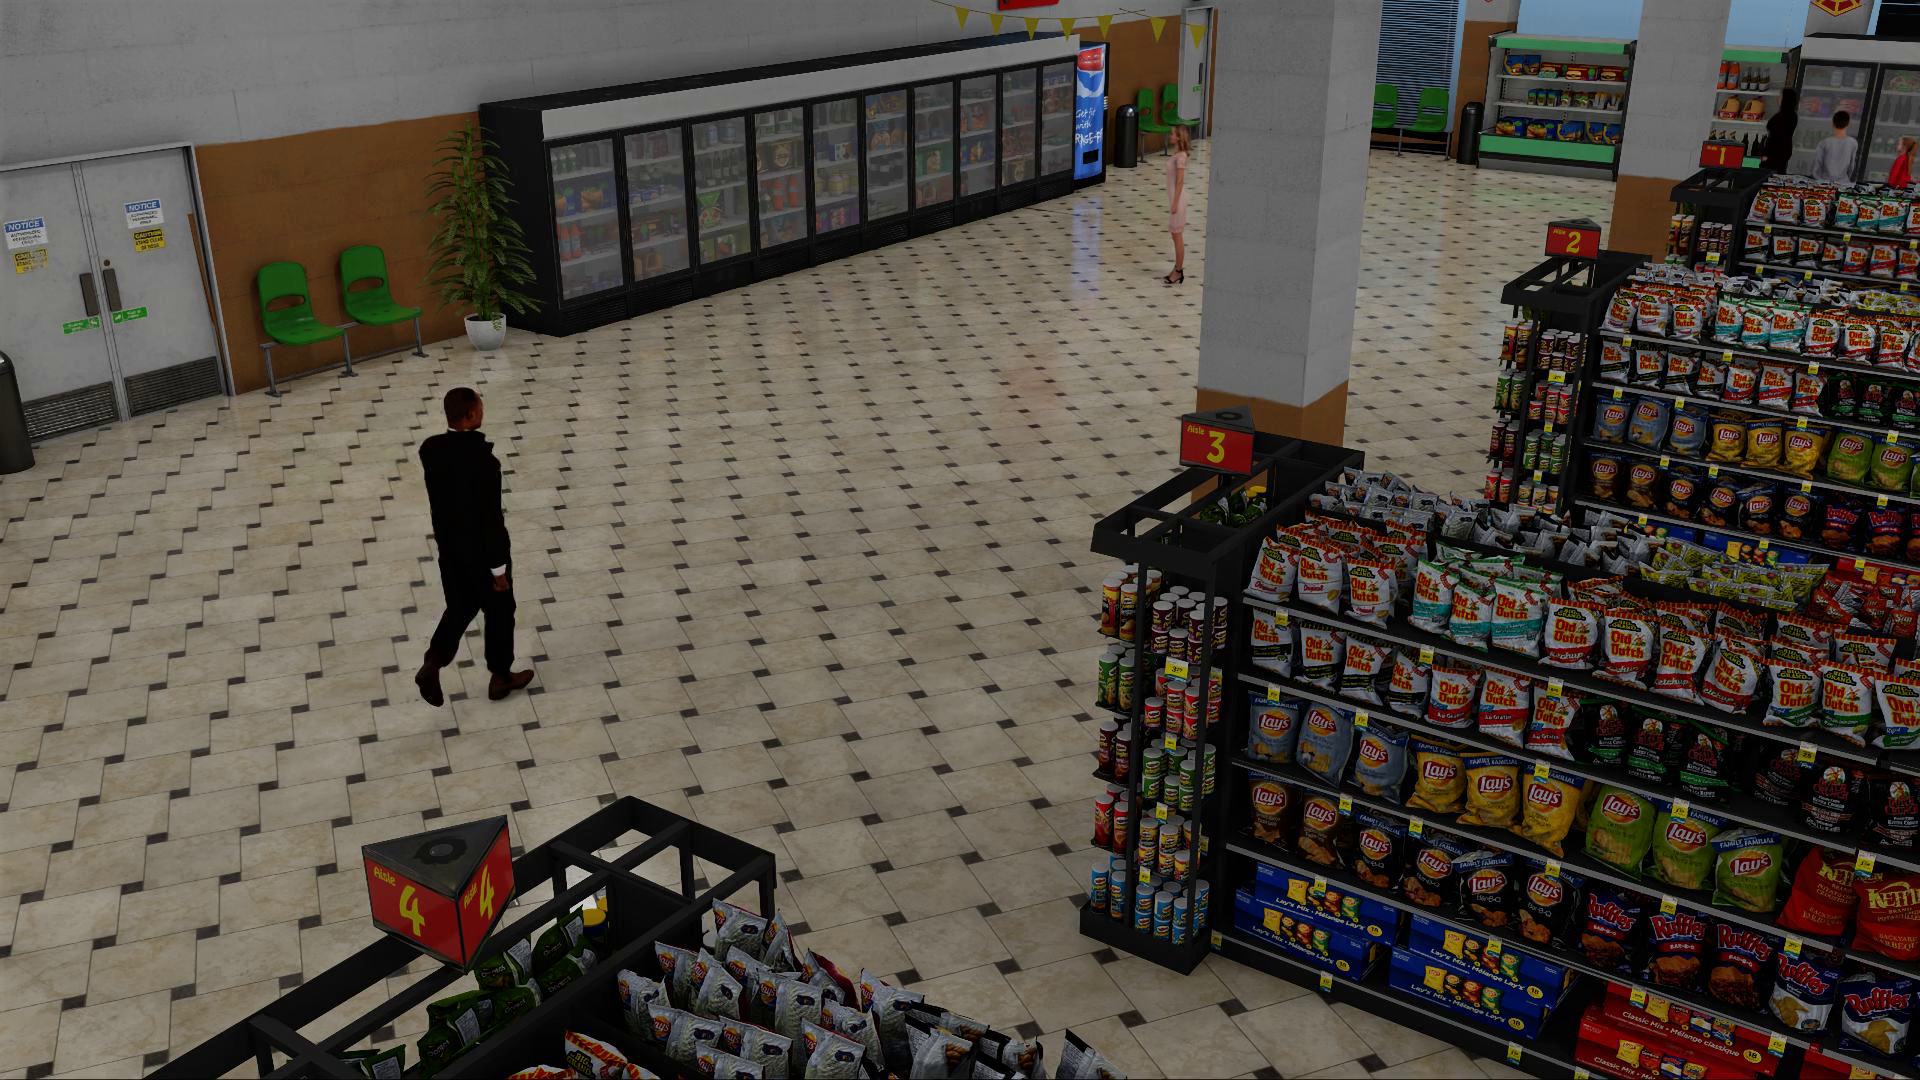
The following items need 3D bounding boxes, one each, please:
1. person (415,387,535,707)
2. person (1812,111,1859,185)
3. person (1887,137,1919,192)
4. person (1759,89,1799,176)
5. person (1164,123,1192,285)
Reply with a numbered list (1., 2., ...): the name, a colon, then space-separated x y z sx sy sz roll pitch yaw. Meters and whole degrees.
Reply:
1. person: -2.779 0.123 9.269 1.026 1.821 0.872 10 24 24
2. person: 10.496 -4.183 19.996 1.124 1.813 0.934 6 23 14
3. person: 12.368 -4.608 21.806 0.924 1.251 0.514 16 27 35
4. person: 11.298 -5.257 22.779 1.024 1.731 0.663 14 26 31
5. person: 2.530 -3.891 19.246 0.646 1.829 0.644 3 22 7
